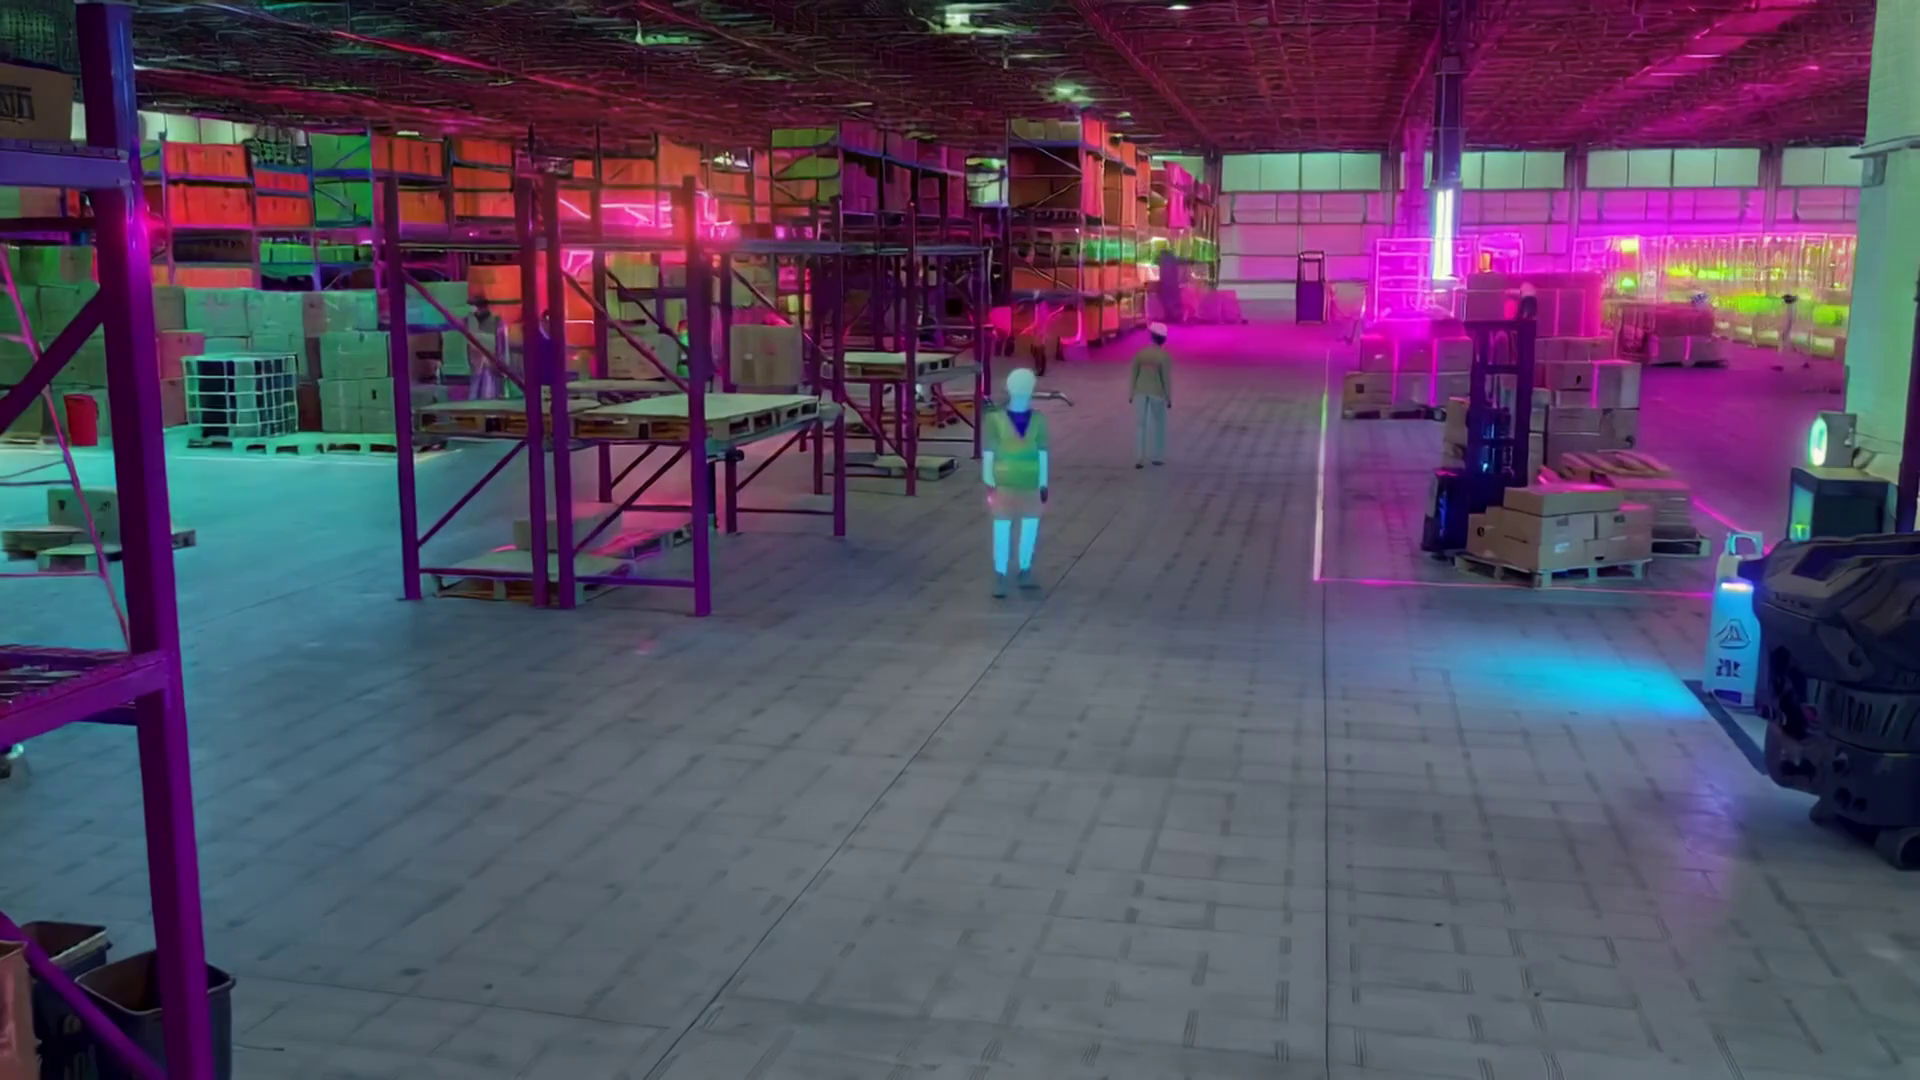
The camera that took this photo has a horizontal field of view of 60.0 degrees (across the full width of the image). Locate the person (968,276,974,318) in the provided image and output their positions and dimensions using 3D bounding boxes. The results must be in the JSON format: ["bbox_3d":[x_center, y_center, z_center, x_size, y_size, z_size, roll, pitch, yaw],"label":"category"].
[{"bbox_3d":[0.434,-8.605,60.098,0.429,1.883,0.744,5,11,26],"label":"person"}]

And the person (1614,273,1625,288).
[{"bbox_3d":[29.264,-10.912,73.890,0.644,1.853,1.043,-5,11,-27],"label":"person"}]

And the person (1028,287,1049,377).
[{"bbox_3d":[1.655,-4.362,34.956,0.465,1.896,0.587,-4,10,-22],"label":"person"}]

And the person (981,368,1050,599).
[{"bbox_3d":[0.395,-0.412,12.196,0.566,1.685,0.339,-5,11,-27],"label":"person"}]

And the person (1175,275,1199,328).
[{"bbox_3d":[8.173,-8.596,60.001,0.905,1.908,0.646,-3,10,-19],"label":"person"}]

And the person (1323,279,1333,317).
[{"bbox_3d":[15.637,-10.285,70.817,0.507,1.630,0.277,-2,10,-10],"label":"person"}]

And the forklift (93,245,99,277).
[{"bbox_3d":[-22.138,-6.282,43.404,1.873,2.768,1.129,0,10,-1],"label":"forklift"}]

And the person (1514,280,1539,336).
[{"bbox_3d":[12.886,-4.979,38.173,0.981,2.000,0.693,4,10,22],"label":"person"}]

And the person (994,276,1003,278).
[{"bbox_3d":[2.139,-13.841,91.036,0.547,1.911,0.818,0,10,-1],"label":"person"}]

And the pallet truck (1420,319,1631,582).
[{"bbox_3d":[4.543,-0.757,13.299,0.823,1.965,1.885,-4,10,-22],"label":"pallet truck"}]

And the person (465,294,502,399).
[{"bbox_3d":[-7.841,-3.091,27.402,0.590,1.907,0.405,-1,10,-8],"label":"person"}]

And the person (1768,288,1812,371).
[{"bbox_3d":[18.425,-4.647,36.798,0.796,1.845,0.527,3,10,19],"label":"person"}]

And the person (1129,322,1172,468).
[{"bbox_3d":[2.281,-1.729,19.846,0.617,1.712,0.728,6,11,32],"label":"person"}]

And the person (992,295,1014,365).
[{"bbox_3d":[1.005,-4.972,39.285,0.546,1.650,0.890,-3,10,-19],"label":"person"}]

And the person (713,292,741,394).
[{"bbox_3d":[-4.023,-3.369,29.037,0.555,1.909,0.625,3,10,18],"label":"person"}]

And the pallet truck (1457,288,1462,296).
[{"bbox_3d":[20.506,-9.785,68.819,0.653,1.274,1.630,2,10,12],"label":"pallet truck"}]

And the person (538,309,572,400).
[{"bbox_3d":[-5.539,-2.223,22.519,0.522,1.821,0.801,-5,11,-26],"label":"person"}]

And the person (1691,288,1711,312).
[{"bbox_3d":[20.791,-6.226,46.675,0.537,1.670,0.811,2,10,11],"label":"person"}]

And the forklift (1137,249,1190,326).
[{"bbox_3d":[7.476,-9.241,60.928,1.873,2.768,1.129,2,10,12],"label":"forklift"}]

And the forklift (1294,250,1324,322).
[{"bbox_3d":[13.778,-10.002,65.433,1.129,2.768,1.873,2,10,12],"label":"forklift"}]

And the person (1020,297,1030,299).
[{"bbox_3d":[2.178,-7.464,53.905,0.540,1.695,0.317,-5,11,-27],"label":"person"}]

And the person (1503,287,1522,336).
[{"bbox_3d":[13.100,-5.065,39.348,0.613,1.811,0.426,-6,12,-34],"label":"person"}]
